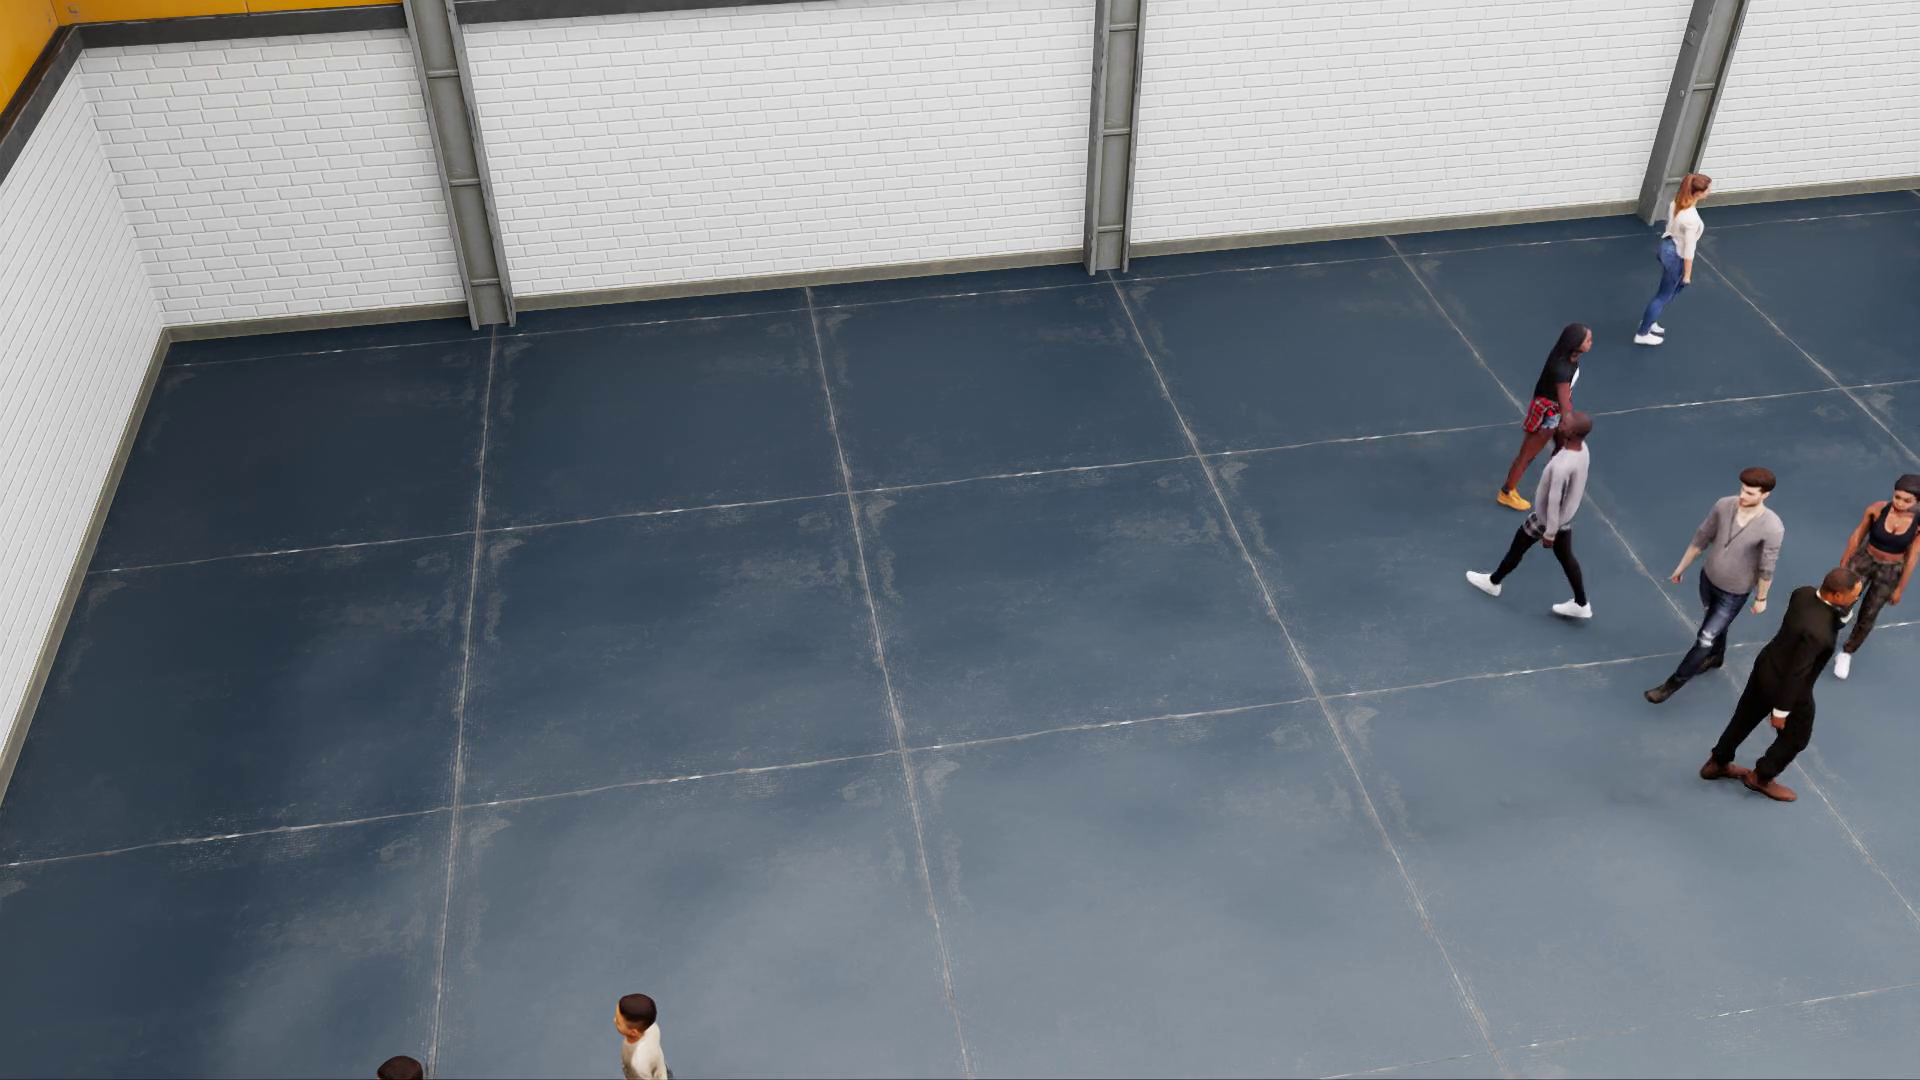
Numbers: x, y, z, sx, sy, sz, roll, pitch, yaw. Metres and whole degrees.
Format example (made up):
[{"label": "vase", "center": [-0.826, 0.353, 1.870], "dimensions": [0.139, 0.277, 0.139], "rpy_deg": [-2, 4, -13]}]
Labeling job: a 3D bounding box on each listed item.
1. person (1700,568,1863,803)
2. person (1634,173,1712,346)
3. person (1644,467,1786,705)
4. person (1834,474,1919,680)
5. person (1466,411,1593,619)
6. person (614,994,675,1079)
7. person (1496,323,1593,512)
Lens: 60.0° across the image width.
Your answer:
[{"label": "person", "center": [5.158, 0.901, 10.614], "dimensions": [0.917, 1.884, 0.847], "rpy_deg": [0, 39, 0]}, {"label": "person", "center": [6.366, -2.528, 15.048], "dimensions": [0.676, 1.709, 0.690], "rpy_deg": [1, 39, 2]}, {"label": "person", "center": [5.328, 0.269, 11.420], "dimensions": [1.240, 1.866, 0.954], "rpy_deg": [-18, 42, -21]}, {"label": "person", "center": [6.432, 0.184, 11.670], "dimensions": [0.830, 1.687, 0.890], "rpy_deg": [17, 42, 20]}, {"label": "person", "center": [4.395, -0.135, 12.037], "dimensions": [1.198, 1.727, 1.166], "rpy_deg": [25, 45, 28]}, {"label": "person", "center": [-1.588, 2.814, 8.557], "dimensions": [0.490, 1.463, 0.555], "rpy_deg": [-7, 39, -9]}, {"label": "person", "center": [4.530, -0.970, 13.103], "dimensions": [0.905, 1.703, 0.817], "rpy_deg": [17, 42, 20]}]
